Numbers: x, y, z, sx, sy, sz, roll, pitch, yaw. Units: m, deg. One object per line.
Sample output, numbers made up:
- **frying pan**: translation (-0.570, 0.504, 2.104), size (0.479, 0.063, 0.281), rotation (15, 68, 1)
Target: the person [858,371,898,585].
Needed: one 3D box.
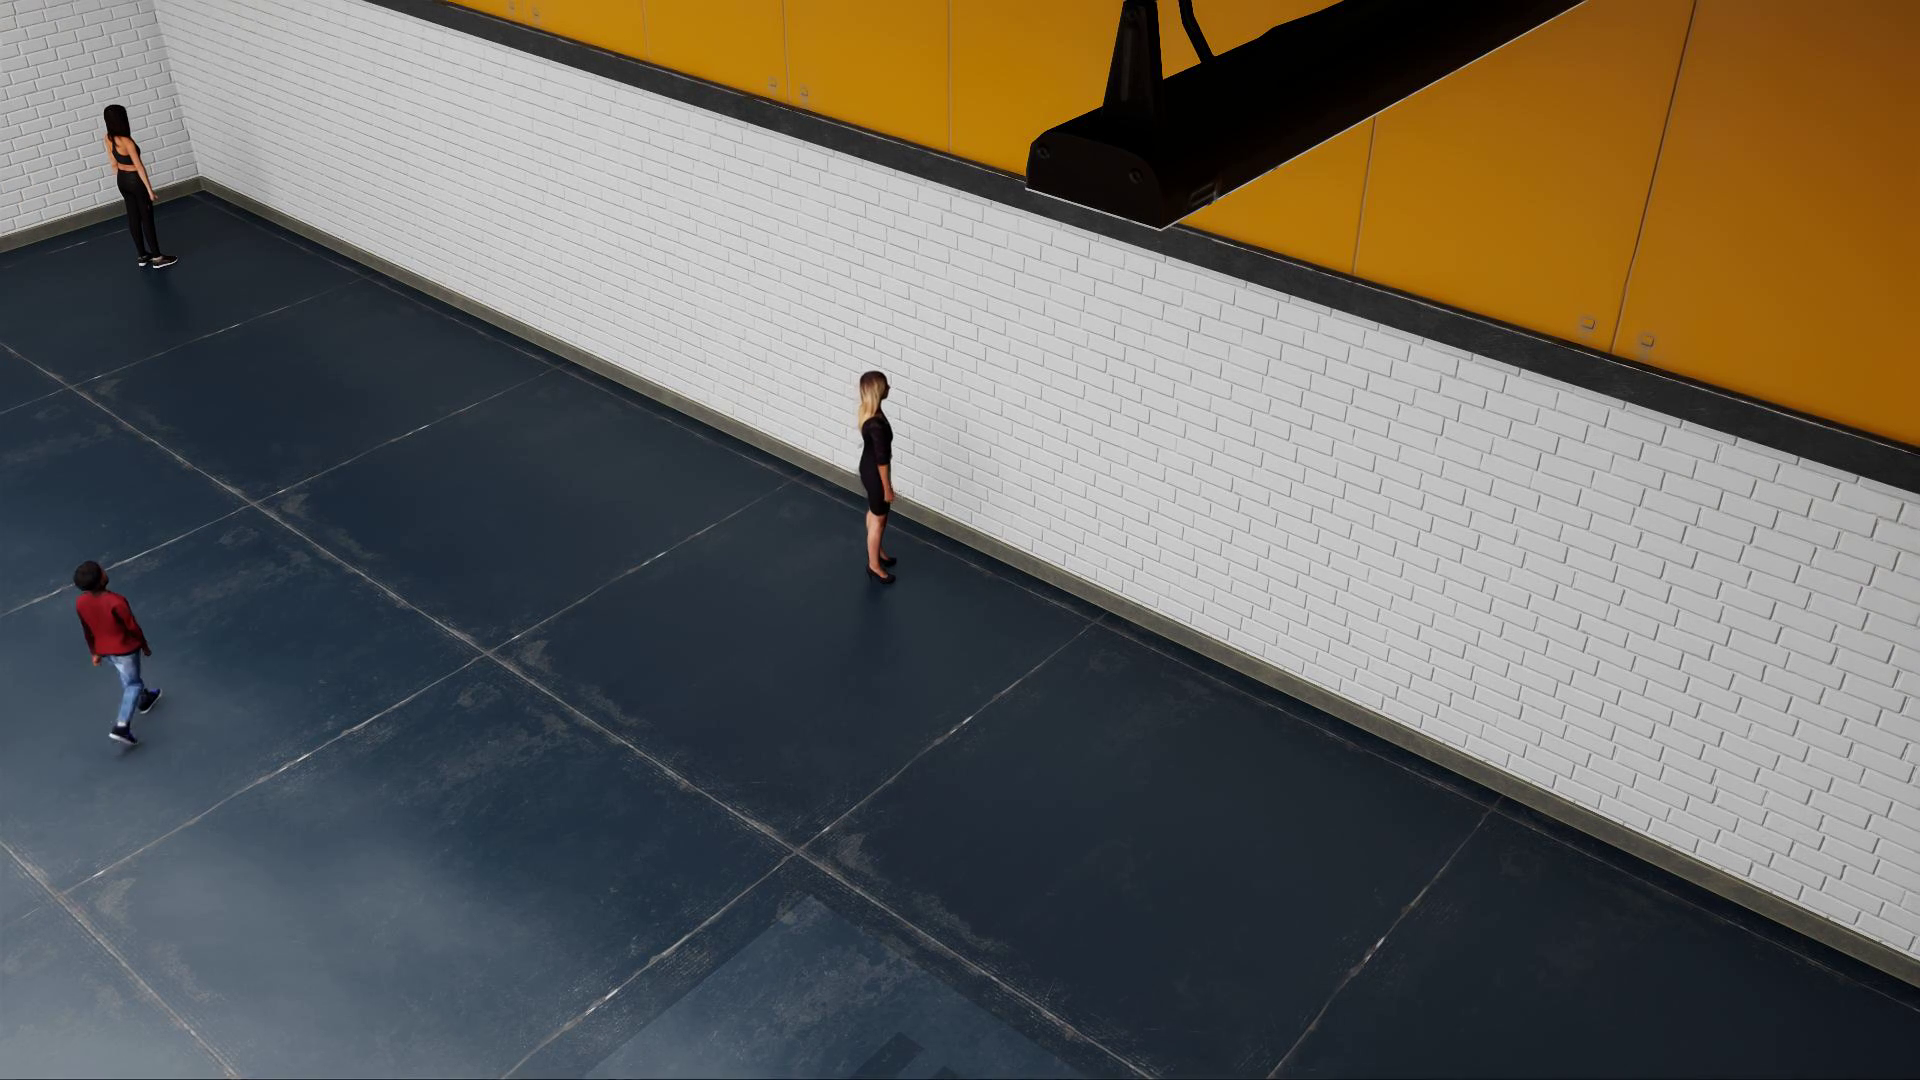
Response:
- **person**: translation (-0.606, -0.437, 11.799), size (0.664, 1.675, 0.621), rotation (-6, 34, -9)

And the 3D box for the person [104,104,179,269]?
- **person**: translation (-8.174, -3.498, 16.433), size (0.618, 1.643, 0.579), rotation (13, 36, 19)

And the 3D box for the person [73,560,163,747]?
- **person**: translation (-5.333, 0.706, 10.468), size (0.722, 1.245, 0.904), rotation (8, 34, 12)
